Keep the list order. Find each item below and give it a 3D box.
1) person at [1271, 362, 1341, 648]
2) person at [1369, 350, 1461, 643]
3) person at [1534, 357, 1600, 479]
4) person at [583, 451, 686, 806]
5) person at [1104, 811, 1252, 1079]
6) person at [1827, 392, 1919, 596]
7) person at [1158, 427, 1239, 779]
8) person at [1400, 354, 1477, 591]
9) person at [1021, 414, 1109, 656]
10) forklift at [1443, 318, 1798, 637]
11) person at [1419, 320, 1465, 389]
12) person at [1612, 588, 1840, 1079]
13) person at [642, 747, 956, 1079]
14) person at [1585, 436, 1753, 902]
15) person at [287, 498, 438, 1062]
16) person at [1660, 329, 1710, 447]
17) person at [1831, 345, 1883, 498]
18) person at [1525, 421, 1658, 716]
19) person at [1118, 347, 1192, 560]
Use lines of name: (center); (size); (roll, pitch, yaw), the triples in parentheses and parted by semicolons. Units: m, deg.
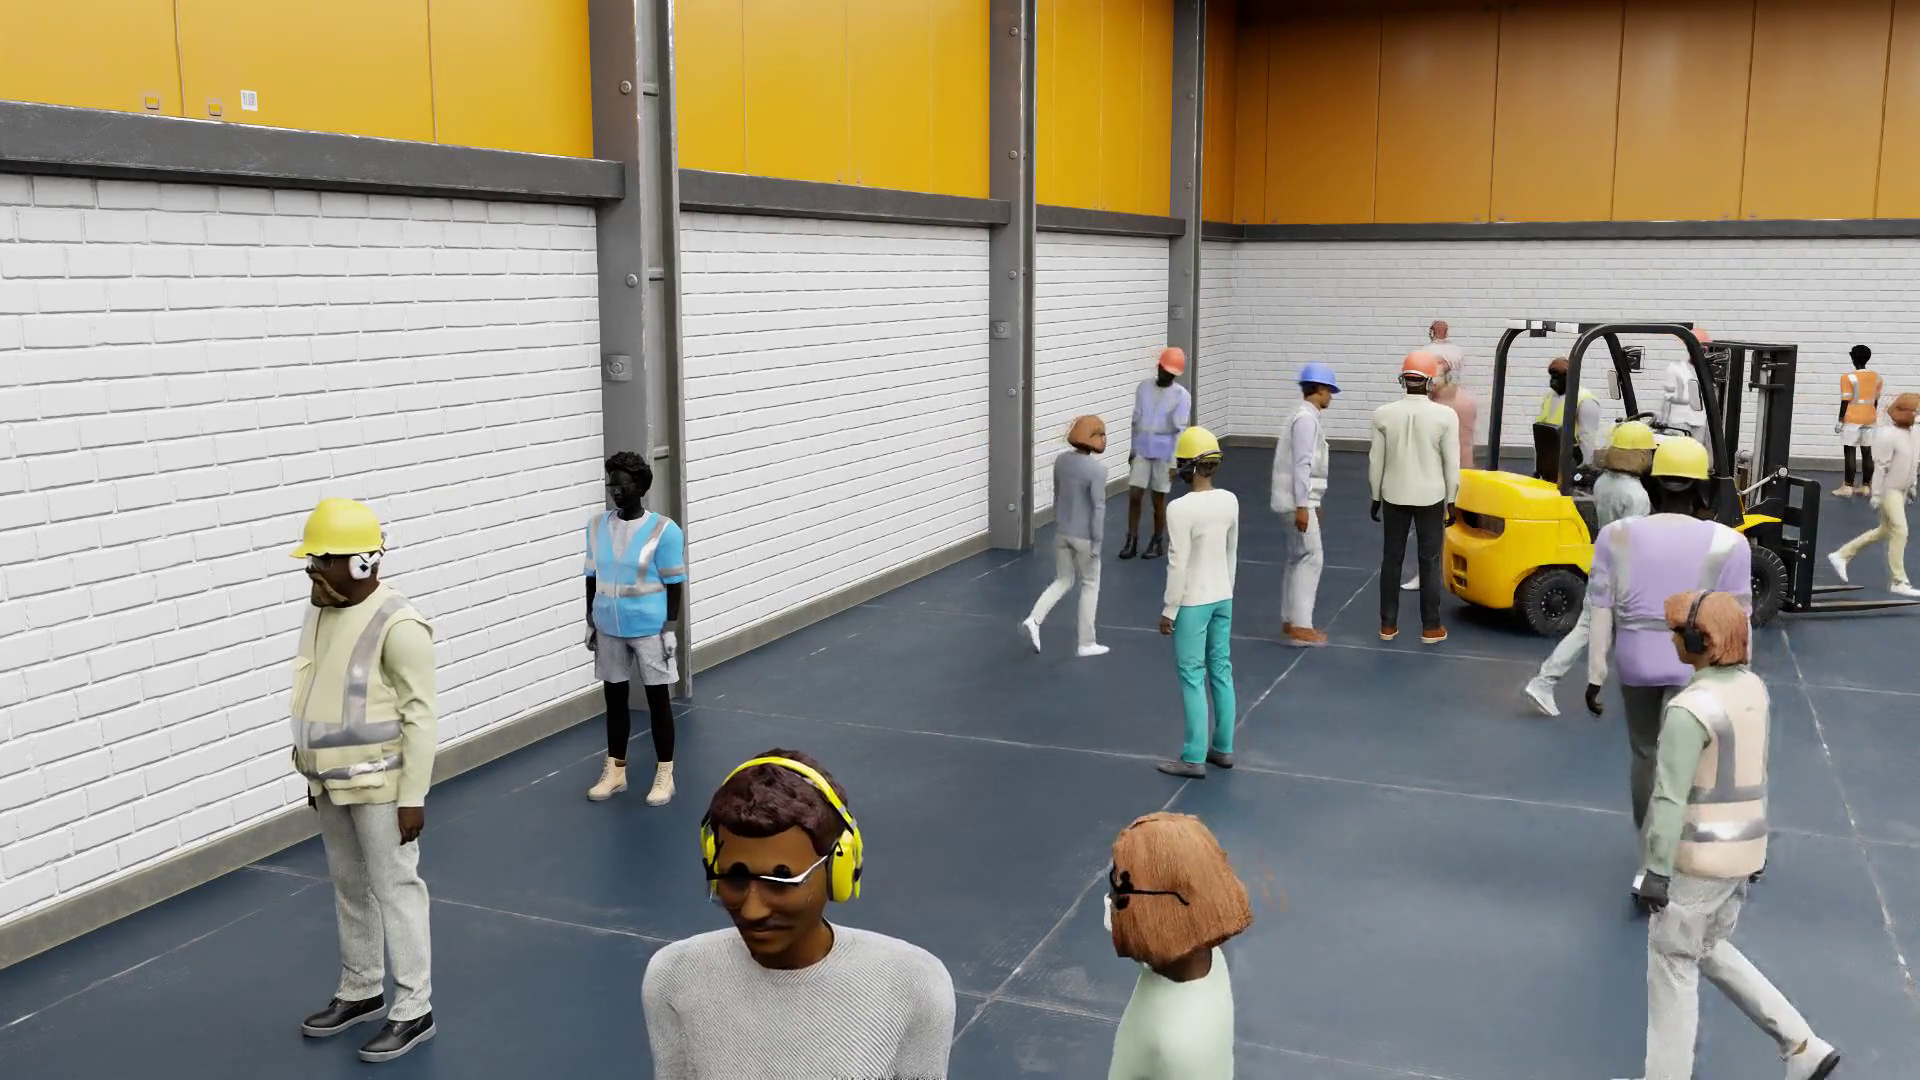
person: (2.342, -0.235, 11.303); (0.456, 1.923, 0.644); (2, 10, 10)
person: (3.097, -0.291, 11.344); (0.609, 1.996, 0.379); (5, 10, 26)
person: (4.918, -0.570, 13.544); (0.431, 1.833, 0.628); (-2, 10, -13)
person: (-1.562, 0.421, 7.935); (0.533, 1.697, 0.318); (3, 10, 17)
person: (0.424, 1.275, 3.075); (0.812, 1.607, 0.501); (2, 9, 9)
person: (7.261, -0.384, 13.090); (0.536, 1.597, 0.675); (-7, 12, -36)
person: (1.188, 0.313, 8.379); (0.532, 1.767, 0.328); (-9, 13, -43)
person: (3.722, -0.514, 13.022); (0.466, 1.884, 0.682); (-4, 10, -24)
person: (0.703, -0.014, 10.812); (0.600, 1.610, 0.509); (-8, 12, -39)
forklift: (4.706, -0.497, 11.990); (2.313, 2.155, 1.214); (-2, 10, -10)
person: (5.809, -1.726, 20.306); (0.651, 1.906, 0.401); (-3, 10, -16)
person: (2.281, 0.955, 4.922); (0.543, 1.620, 0.507); (-9, 13, -42)
person: (-0.244, 1.224, 2.582); (0.520, 1.861, 0.317); (1, 9, 7)
person: (2.884, 0.516, 6.796); (0.609, 1.886, 0.978); (6, 11, 30)
person: (-1.953, 0.769, 5.411); (0.602, 1.830, 0.404); (7, 12, 36)
person: (7.578, -1.201, 17.129); (0.575, 1.900, 0.903); (1, 9, 8)
person: (9.949, -1.315, 18.443); (0.535, 1.699, 0.321); (-3, 10, -15)
person: (3.652, 0.177, 9.344); (0.831, 1.713, 0.485); (-2, 10, -11)
person: (1.692, -0.735, 14.392); (0.633, 1.872, 0.575); (6, 11, 30)
